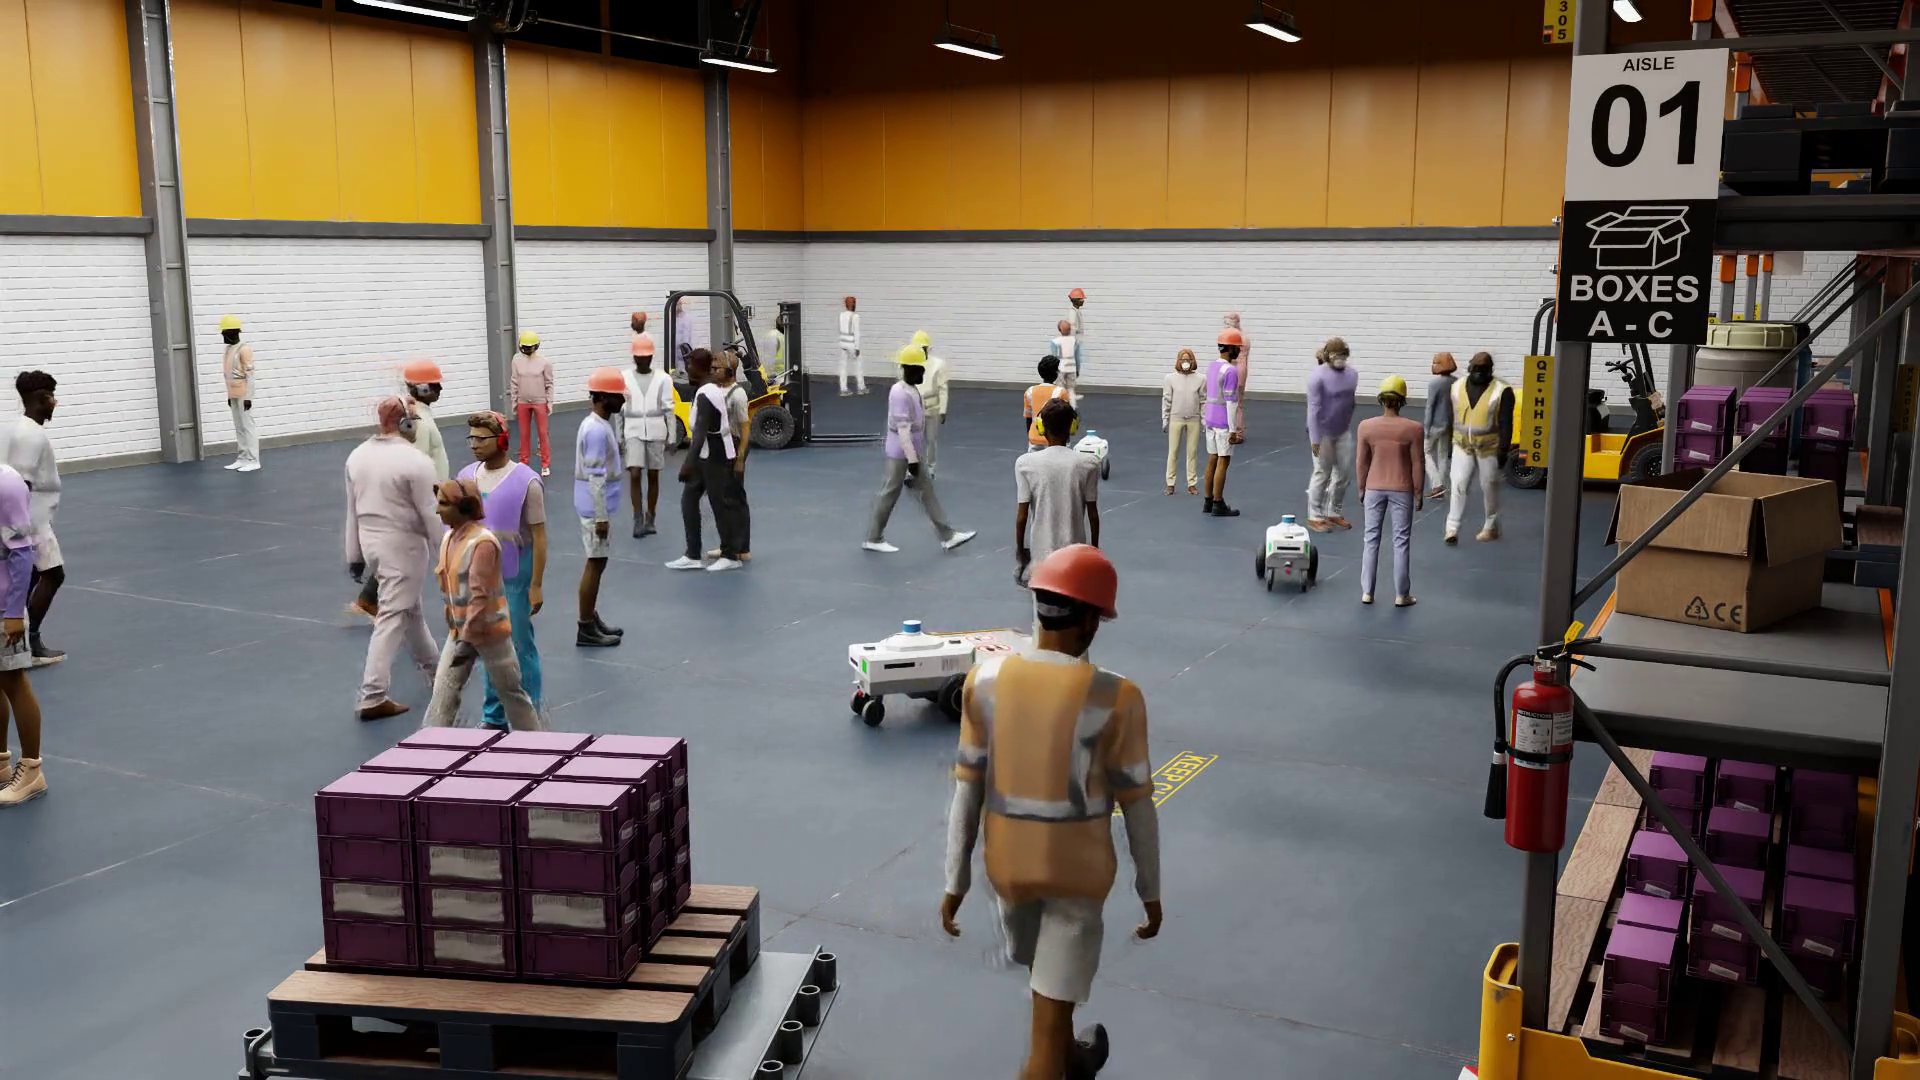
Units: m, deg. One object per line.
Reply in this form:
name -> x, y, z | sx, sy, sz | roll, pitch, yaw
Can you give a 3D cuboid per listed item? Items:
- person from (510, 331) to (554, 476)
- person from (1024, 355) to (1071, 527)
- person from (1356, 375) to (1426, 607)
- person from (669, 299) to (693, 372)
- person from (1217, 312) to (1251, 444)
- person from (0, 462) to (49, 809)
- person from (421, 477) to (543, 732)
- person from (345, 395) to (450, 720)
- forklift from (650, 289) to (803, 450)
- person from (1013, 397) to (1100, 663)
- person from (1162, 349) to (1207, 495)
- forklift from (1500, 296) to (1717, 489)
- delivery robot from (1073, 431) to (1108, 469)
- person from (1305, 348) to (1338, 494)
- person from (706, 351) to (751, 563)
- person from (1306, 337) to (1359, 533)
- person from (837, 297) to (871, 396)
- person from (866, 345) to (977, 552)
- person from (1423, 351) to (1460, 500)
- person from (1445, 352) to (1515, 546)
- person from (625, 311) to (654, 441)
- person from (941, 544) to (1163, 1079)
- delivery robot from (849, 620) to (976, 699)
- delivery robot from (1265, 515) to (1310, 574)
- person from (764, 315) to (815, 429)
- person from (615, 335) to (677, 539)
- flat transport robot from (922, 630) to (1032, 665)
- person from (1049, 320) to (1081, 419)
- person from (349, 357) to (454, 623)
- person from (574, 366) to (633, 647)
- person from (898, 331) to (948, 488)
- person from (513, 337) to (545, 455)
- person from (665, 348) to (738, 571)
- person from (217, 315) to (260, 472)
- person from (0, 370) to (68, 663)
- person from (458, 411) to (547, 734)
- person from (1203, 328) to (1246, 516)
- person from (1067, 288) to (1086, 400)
person -> -5.149, -1.635, 20.018 | 0.523, 1.760, 0.327 | 0, 10, 3
person -> 0.863, -0.955, 16.250 | 0.531, 1.697, 0.320 | 8, 12, 38
person -> 3.276, -0.371, 12.670 | 0.525, 1.770, 0.307 | 5, 11, 27
person -> -5.015, -3.334, 29.448 | 0.665, 1.897, 0.479 | 9, 13, 42
person -> 3.817, -2.257, 23.297 | 0.489, 1.867, 0.679 | -5, 11, -27
person -> -4.744, 0.292, 8.066 | 0.605, 2.034, 0.389 | 6, 11, 30
person -> -2.439, 0.485, 8.229 | 0.880, 1.590, 0.516 | -10, 14, -44
person -> -3.236, 0.076, 9.816 | 0.678, 1.855, 0.976 | 7, 12, 33
forklift -> -3.358, -2.392, 23.136 | 2.313, 2.155, 1.214 | -1, 10, -5
person -> 0.564, 0.105, 9.639 | 0.511, 1.865, 0.329 | 0, 10, -1
person -> 2.500, -1.311, 18.498 | 0.508, 1.632, 0.264 | 0, 10, 1
forklift -> 7.296, -1.677, 18.993 | 2.313, 2.155, 1.214 | 5, 11, 27
delivery robot -> 1.567, -1.067, 19.934 | 0.477, 0.478, 0.707 | 2, 10, 12
person -> 4.063, -1.317, 18.514 | 0.518, 1.639, 0.312 | -5, 11, -29
person -> -2.009, -0.718, 14.450 | 0.333, 1.844, 0.515 | -6, 11, -31
person -> 3.526, -0.996, 15.906 | 0.648, 1.897, 0.532 | -5, 11, -28
person -> -1.995, -3.661, 31.442 | 0.612, 1.856, 0.803 | 9, 13, 42
person -> -0.382, -0.798, 14.848 | 1.014, 1.864, 0.599 | 3, 10, 15
person -> 5.200, -1.232, 18.055 | 0.522, 1.630, 0.365 | -5, 11, -28
person -> 4.751, -0.836, 15.293 | 0.652, 1.784, 0.977 | 7, 12, 36
person -> -4.570, -2.359, 23.947 | 0.622, 1.888, 0.580 | -4, 11, -22
person -> 0.299, 0.941, 4.819 | 0.577, 1.848, 1.067 | 5, 11, 26
delivery robot -> -0.278, 0.710, 9.647 | 0.707, 0.478, 0.477 | -3, 10, -17
delivery robot -> 2.660, 0.041, 13.502 | 0.477, 0.478, 0.707 | 2, 9, 10
person -> -2.671, -2.476, 24.845 | 0.994, 1.785, 0.639 | 1, 10, 7
person -> -2.953, -0.961, 15.669 | 0.567, 1.905, 0.830 | -2, 10, -12
flat transport robot -> 0.245, 0.781, 10.328 | 0.652, 0.197, 1.431 | -3, 10, -17
person -> 1.659, -2.687, 26.454 | 0.534, 1.626, 0.364 | -3, 10, -19
person -> -3.908, -0.338, 11.965 | 1.011, 1.959, 0.608 | -5, 11, -28
person -> -2.442, -0.228, 11.421 | 0.431, 1.924, 0.555 | -1, 10, -8
person -> -0.439, -1.496, 19.126 | 0.591, 1.781, 0.924 | 1, 10, 4
person -> -5.728, -1.939, 22.132 | 0.497, 1.633, 0.288 | 2, 10, 13
person -> -2.214, -0.662, 14.030 | 0.713, 1.884, 0.568 | -4, 11, -22
person -> -8.894, -1.804, 20.504 | 0.589, 1.927, 0.388 | 9, 14, 43
person -> -6.101, -0.144, 10.890 | 0.534, 1.923, 0.626 | -8, 13, -39
person -> -2.485, 0.214, 9.055 | 0.575, 1.843, 0.375 | 5, 11, 28
person -> 2.716, -1.202, 17.036 | 0.390, 1.929, 0.539 | -3, 10, -17
person -> 2.126, -3.590, 30.504 | 0.381, 2.045, 0.605 | 1, 10, 7
